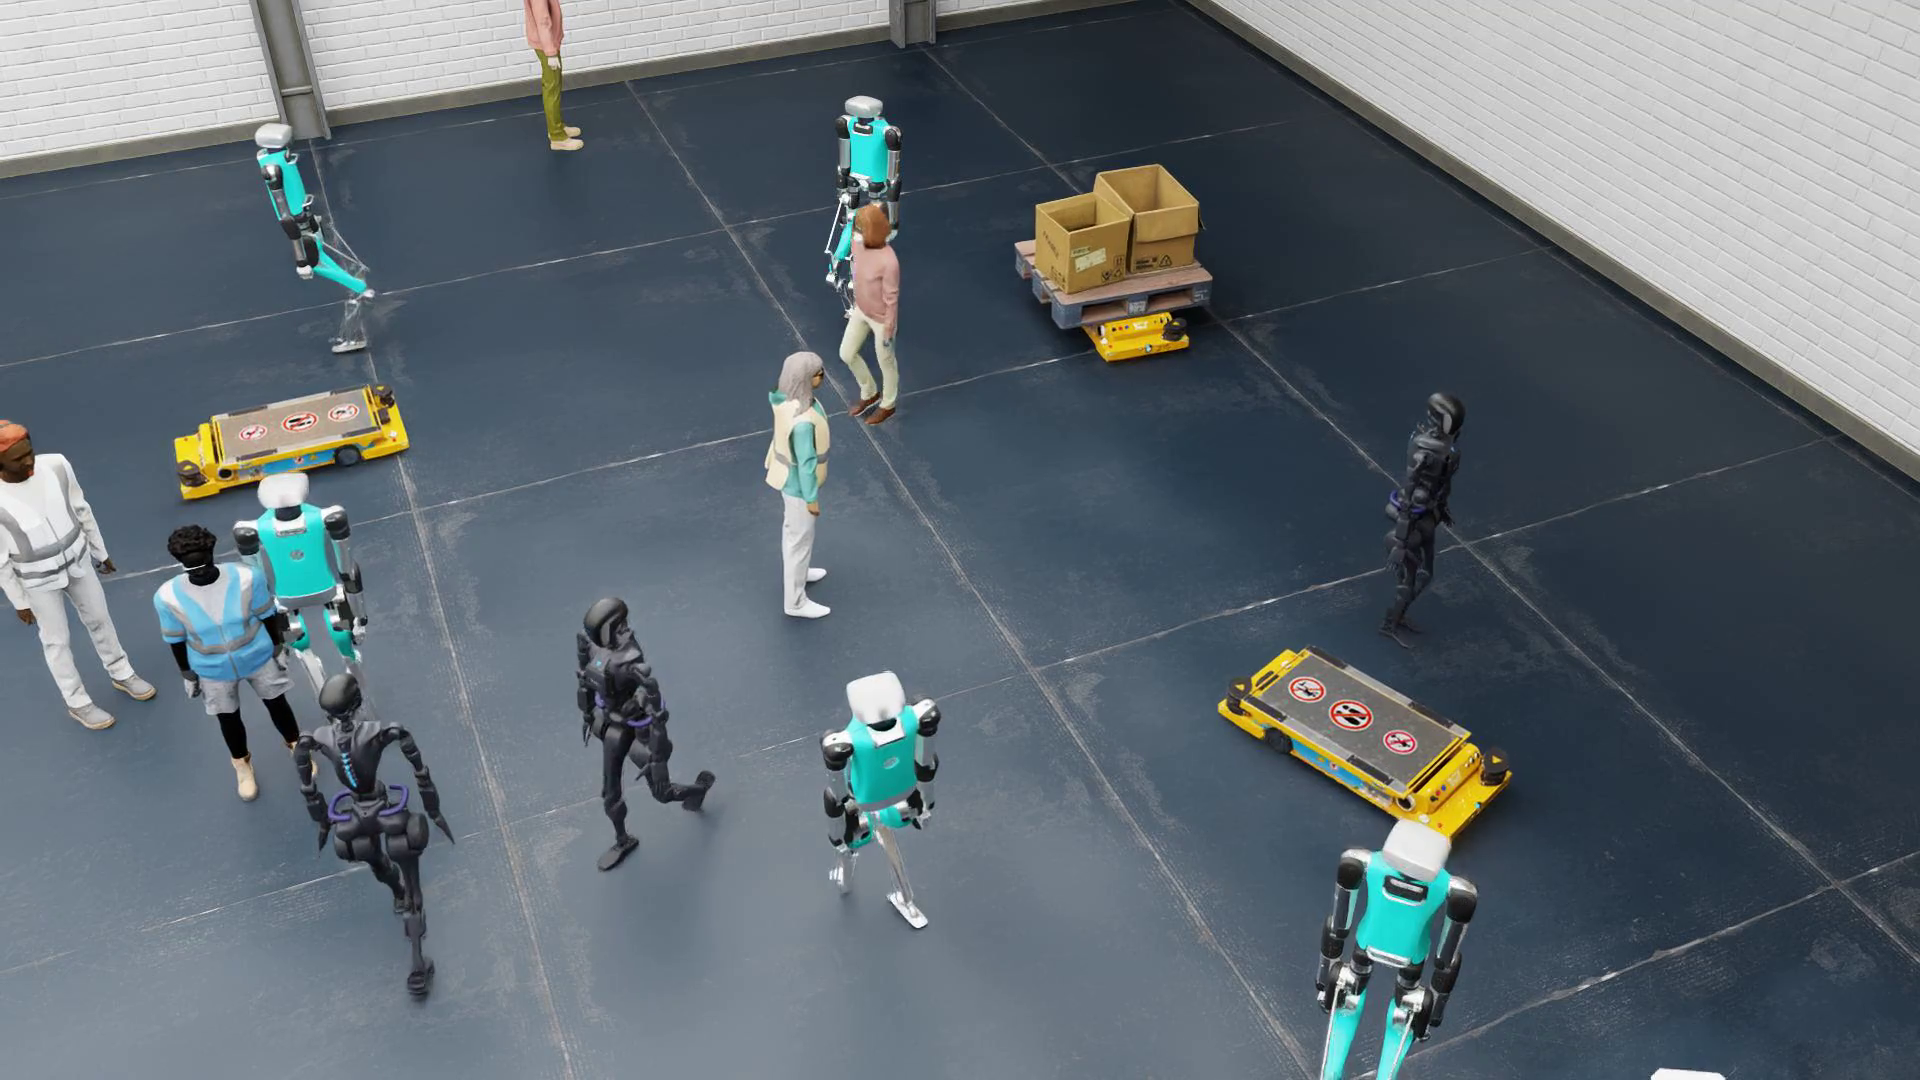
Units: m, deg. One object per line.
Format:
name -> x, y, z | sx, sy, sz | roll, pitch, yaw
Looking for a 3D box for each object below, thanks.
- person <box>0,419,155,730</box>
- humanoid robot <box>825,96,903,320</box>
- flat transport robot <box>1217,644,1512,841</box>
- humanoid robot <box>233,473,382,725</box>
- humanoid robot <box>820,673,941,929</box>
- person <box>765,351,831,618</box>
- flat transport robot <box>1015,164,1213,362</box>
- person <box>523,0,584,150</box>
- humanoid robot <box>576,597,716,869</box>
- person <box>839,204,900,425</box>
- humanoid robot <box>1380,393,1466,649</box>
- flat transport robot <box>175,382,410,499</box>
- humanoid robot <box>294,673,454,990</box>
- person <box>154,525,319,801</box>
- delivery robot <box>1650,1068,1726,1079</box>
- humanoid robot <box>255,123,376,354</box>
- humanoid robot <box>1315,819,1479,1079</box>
person -> -4.739, 0.170, 8.734 | 0.350, 1.879, 0.578 | 20, 42, 24
humanoid robot -> -0.765, -2.303, 11.961 | 0.533, 1.672, 0.735 | 20, 42, 24
flat transport robot -> 2.152, 1.052, 8.904 | 1.431, 0.231, 0.659 | 31, 47, 34
humanoid robot -> -3.342, 0.360, 8.650 | 0.556, 1.852, 0.658 | -13, 40, -17
humanoid robot -> -0.449, 1.176, 7.624 | 0.550, 1.868, 0.848 | -17, 41, -21
person -> -0.923, -0.330, 9.532 | 0.372, 1.700, 0.482 | -5, 38, -6
flat transport robot -> 1.156, -1.829, 12.654 | 0.659, 0.231, 1.431 | -12, 39, -15
person -> -3.634, -4.367, 14.671 | 0.359, 1.835, 0.539 | -8, 38, -11
humanoid robot -> -1.545, 0.852, 8.030 | 0.586, 1.624, 0.680 | 23, 43, 27
person -> -0.610, -1.470, 11.067 | 0.432, 1.618, 0.520 | -26, 45, -30
humanoid robot -> 2.559, -0.108, 9.262 | 0.321, 1.655, 0.611 | 26, 44, 30
flat transport robot -> -4.488, -0.678, 11.156 | 1.431, 0.231, 0.659 | -15, 40, -19
humanoid robot -> -2.629, 1.272, 7.504 | 0.610, 1.623, 0.779 | -5, 38, -7
person -> -3.631, 0.609, 8.315 | 0.529, 1.688, 0.318 | -16, 40, -20
delivery robot -> 2.998, 2.535, 6.756 | 0.499, 0.614, 0.815 | 4, 38, 5
humanoid robot -> -4.447, -2.085, 11.799 | 0.678, 1.819, 0.537 | -7, 38, -8
humanoid robot -> 1.613, 1.919, 6.526 | 0.531, 1.742, 0.711 | 14, 40, 17
